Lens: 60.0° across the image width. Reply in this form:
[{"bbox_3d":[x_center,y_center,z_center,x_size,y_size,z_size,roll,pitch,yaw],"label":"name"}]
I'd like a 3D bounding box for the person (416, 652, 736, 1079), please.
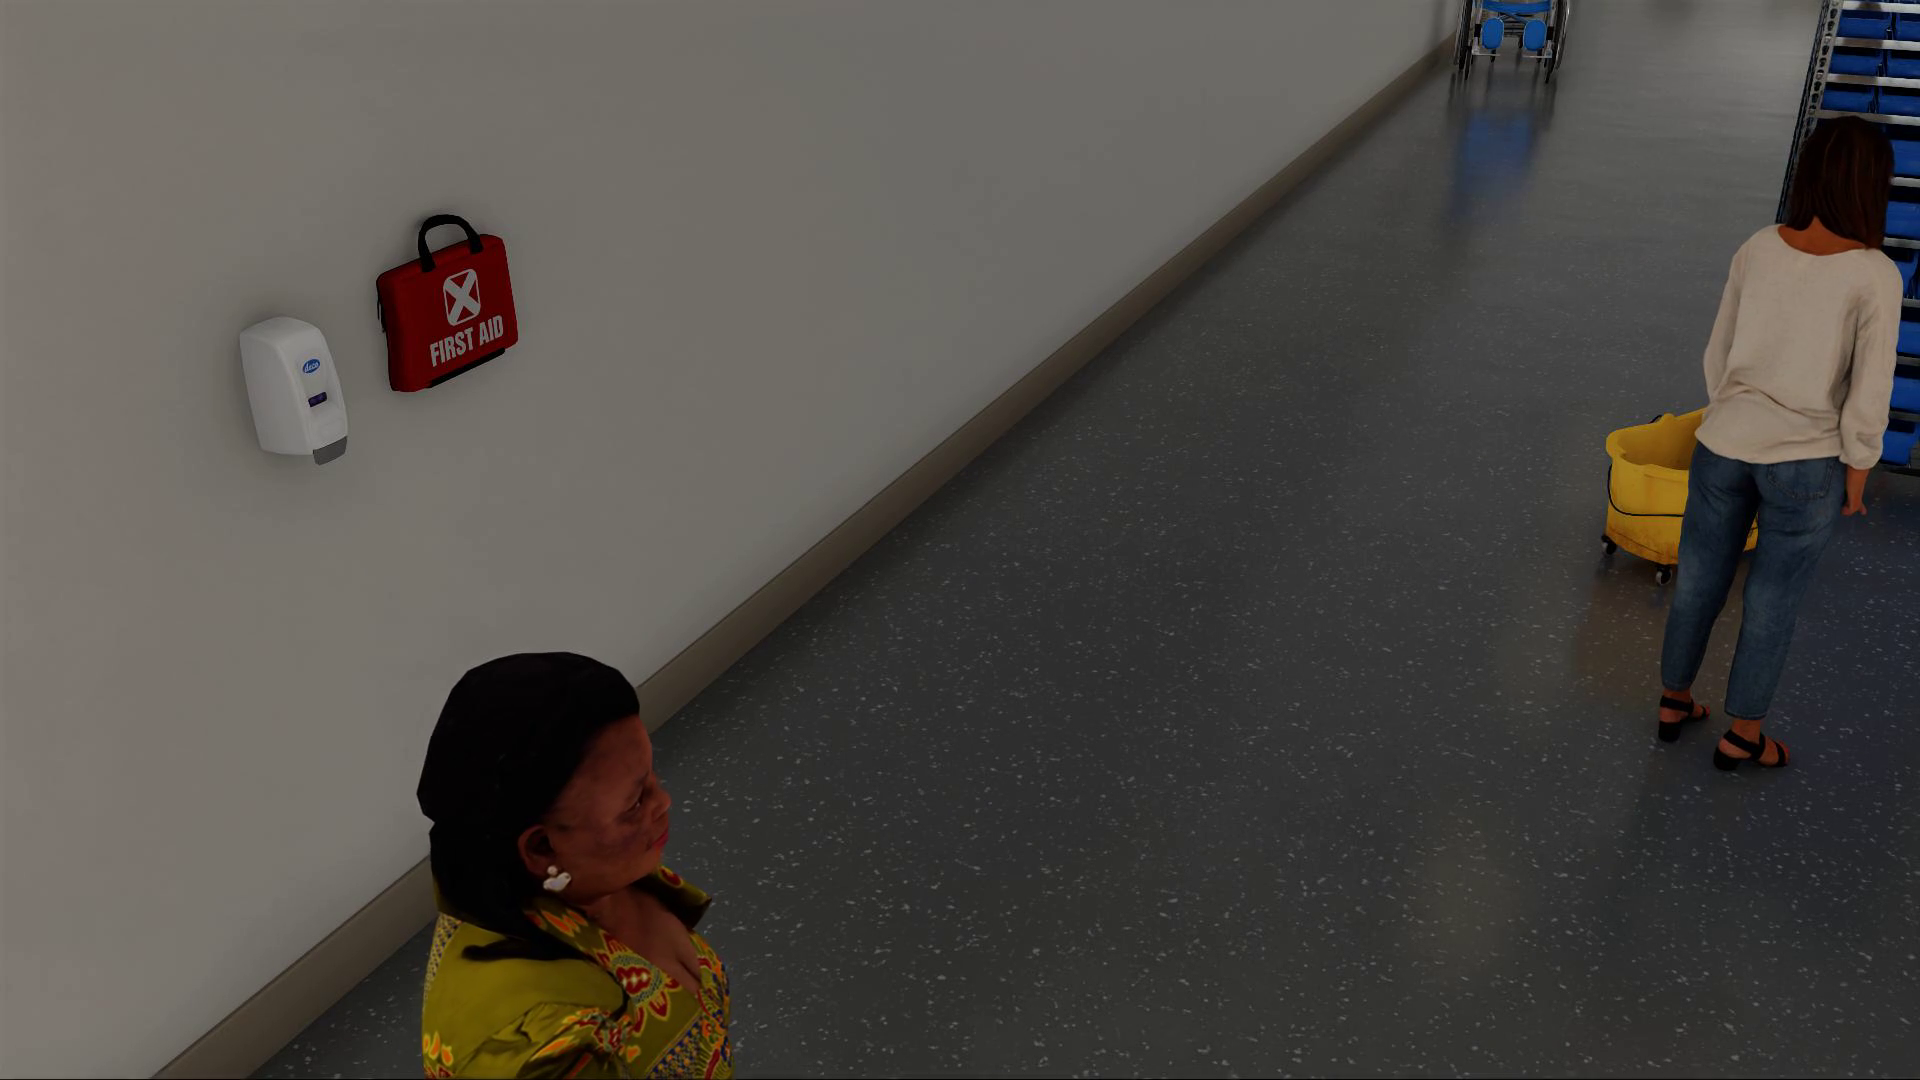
[{"bbox_3d":[-0.431,0.864,1.958,1.043,1.659,1.005,-7,27,-14],"label":"person"}]

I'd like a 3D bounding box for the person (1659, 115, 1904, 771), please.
[{"bbox_3d":[2.033,-0.212,4.165,0.767,1.680,0.667,-14,29,-27],"label":"person"}]
